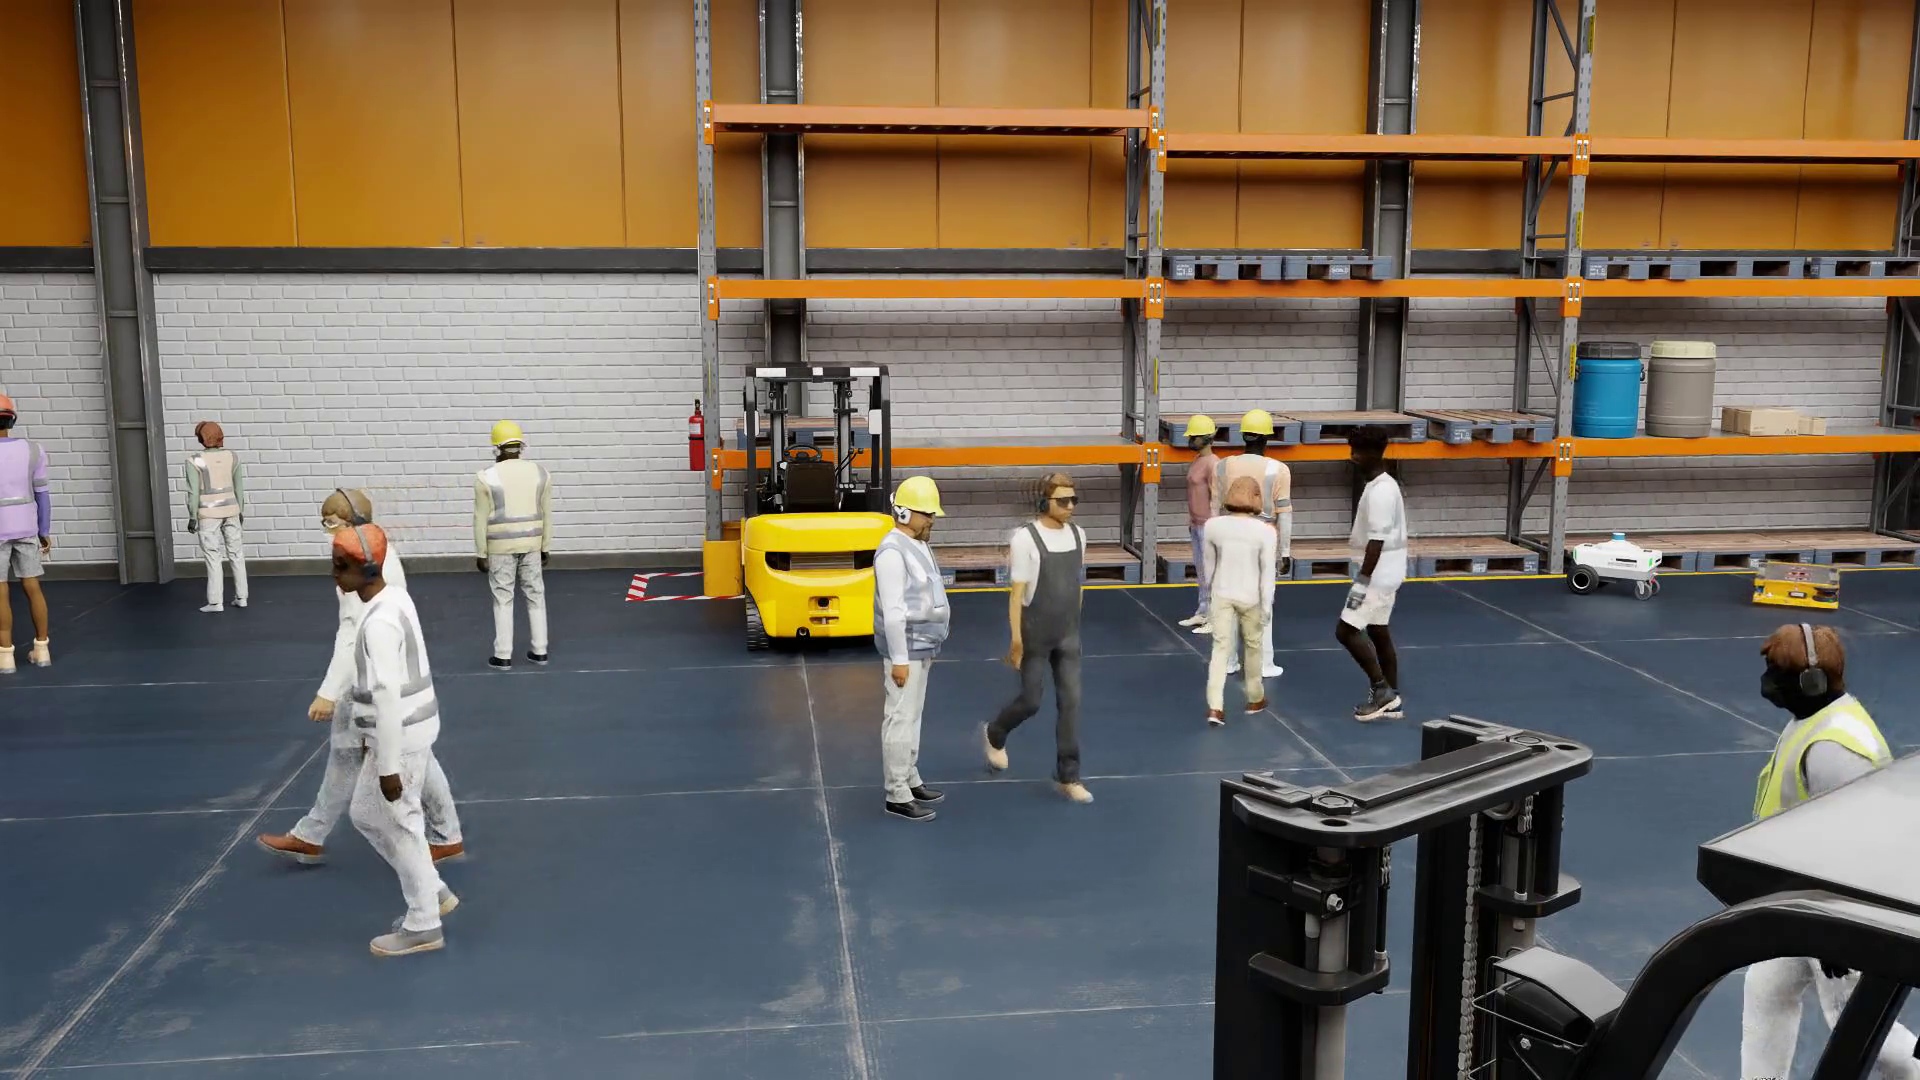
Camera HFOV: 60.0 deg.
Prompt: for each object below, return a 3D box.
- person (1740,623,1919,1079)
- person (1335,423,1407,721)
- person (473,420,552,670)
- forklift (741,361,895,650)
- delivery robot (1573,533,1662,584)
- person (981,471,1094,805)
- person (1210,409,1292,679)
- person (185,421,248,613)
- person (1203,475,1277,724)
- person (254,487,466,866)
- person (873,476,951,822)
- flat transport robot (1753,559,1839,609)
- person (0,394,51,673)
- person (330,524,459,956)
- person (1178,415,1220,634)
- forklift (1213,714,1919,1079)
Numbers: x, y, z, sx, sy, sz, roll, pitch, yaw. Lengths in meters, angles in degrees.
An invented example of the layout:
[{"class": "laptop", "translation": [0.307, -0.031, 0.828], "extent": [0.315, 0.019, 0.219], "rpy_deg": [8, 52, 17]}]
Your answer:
[{"class": "person", "translation": [2.881, 1.156, 5.301], "extent": [0.867, 1.799, 0.638], "rpy_deg": [3, 10, 17]}, {"class": "person", "translation": [2.648, 0.225, 10.618], "extent": [0.477, 1.941, 0.621], "rpy_deg": [2, 9, 15]}, {"class": "person", "translation": [-3.275, 0.038, 12.181], "extent": [0.590, 1.823, 0.404], "rpy_deg": [-7, 12, -38]}, {"class": "forklift", "translation": [-1.154, -0.340, 13.365], "extent": [1.214, 2.155, 2.313], "rpy_deg": [-1, 9, -7]}, {"class": "delivery robot", "translation": [5.906, 0.178, 14.940], "extent": [0.707, 0.478, 0.477], "rpy_deg": [7, 11, 36]}, {"class": "person", "translation": [0.441, 0.508, 9.237], "extent": [0.517, 1.827, 0.790], "rpy_deg": [-6, 11, -34]}, {"class": "person", "translation": [2.084, 0.031, 11.881], "extent": [0.594, 1.925, 0.368], "rpy_deg": [5, 10, 29]}, {"class": "person", "translation": [-6.336, -0.194, 14.177], "extent": [0.315, 1.640, 0.515], "rpy_deg": [6, 11, 34]}, {"class": "person", "translation": [1.792, 0.380, 10.700], "extent": [0.507, 1.603, 0.744], "rpy_deg": [4, 10, 25]}, {"class": "person", "translation": [-2.878, 0.683, 7.951], "extent": [0.978, 1.875, 0.631], "rpy_deg": [-4, 10, -23]}, {"class": "person", "translation": [-0.253, 0.566, 8.870], "extent": [0.403, 1.822, 0.588], "rpy_deg": [2, 9, 11]}, {"class": "flat transport robot", "translation": [7.470, 0.380, 14.854], "extent": [0.652, 0.197, 1.431], "rpy_deg": [5, 10, 26]}, {"class": "person", "translation": [-6.935, -0.057, 12.077], "extent": [0.384, 2.039, 0.616], "rpy_deg": [6, 11, 35]}, {"class": "person", "translation": [-2.397, 0.845, 6.986], "extent": [0.409, 1.865, 0.603], "rpy_deg": [-3, 9, -15]}, {"class": "person", "translation": [1.939, -0.126, 13.373], "extent": [0.329, 1.765, 0.533], "rpy_deg": [-2, 9, -10]}, {"class": "forklift", "translation": [1.441, 1.425, 2.350], "extent": [1.214, 2.155, 2.313], "rpy_deg": [-7, 12, -39]}]
